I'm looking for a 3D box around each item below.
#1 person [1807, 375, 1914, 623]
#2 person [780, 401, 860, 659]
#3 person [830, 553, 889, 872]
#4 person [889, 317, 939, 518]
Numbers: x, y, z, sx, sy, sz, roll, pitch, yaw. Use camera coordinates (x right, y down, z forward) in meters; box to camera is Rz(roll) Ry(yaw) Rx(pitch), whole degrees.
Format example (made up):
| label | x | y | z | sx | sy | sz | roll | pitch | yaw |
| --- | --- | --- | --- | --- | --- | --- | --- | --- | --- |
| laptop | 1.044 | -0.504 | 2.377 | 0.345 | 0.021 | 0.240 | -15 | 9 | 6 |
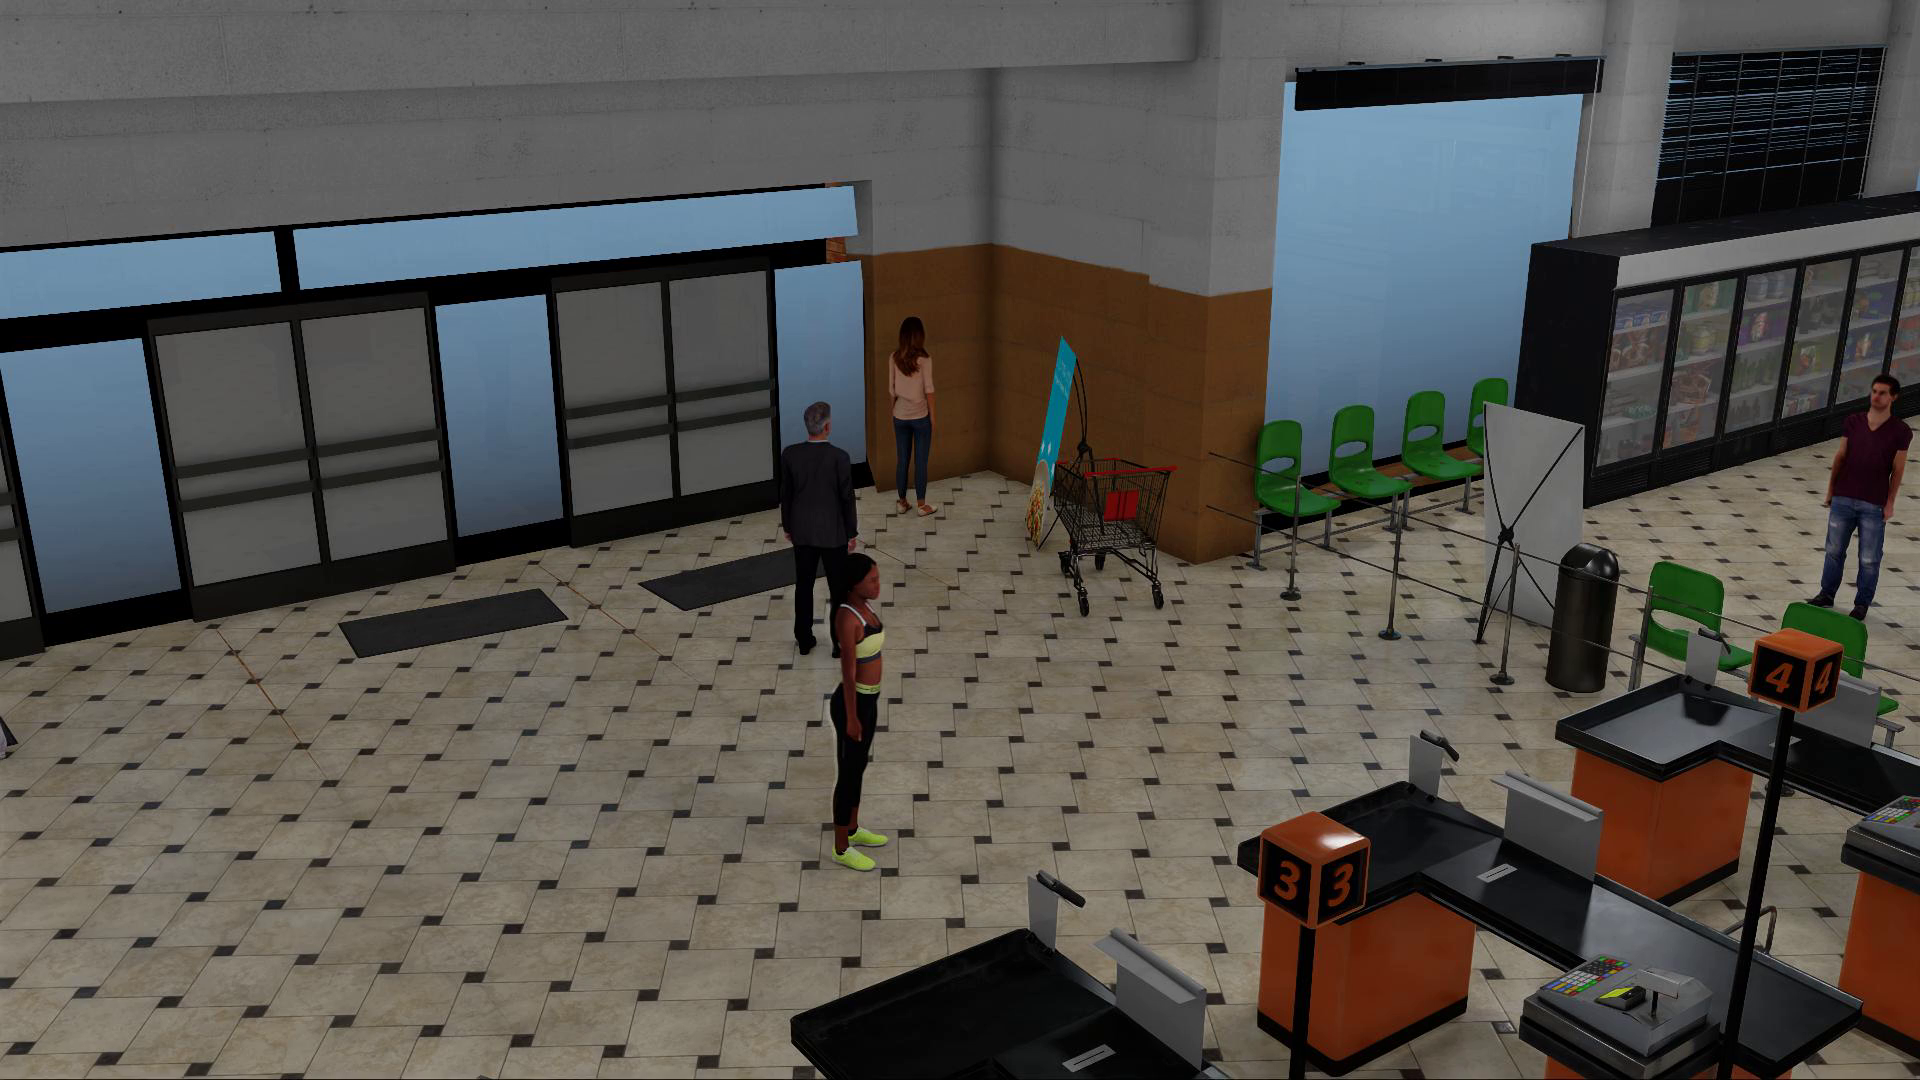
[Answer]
| label | x | y | z | sx | sy | sz | roll | pitch | yaw |
| --- | --- | --- | --- | --- | --- | --- | --- | --- | --- |
| person | 6.738 | -0.331 | 12.414 | 0.726 | 1.859 | 0.504 | -14 | 23 | -36 |
| person | -0.984 | -0.078 | 11.694 | 0.766 | 1.840 | 0.863 | 5 | 19 | 15 |
| person | -0.567 | 0.898 | 8.933 | 0.692 | 1.753 | 0.638 | 4 | 19 | 11 |
| person | -0.428 | -1.099 | 14.797 | 0.616 | 1.792 | 0.727 | 9 | 21 | 24 |
